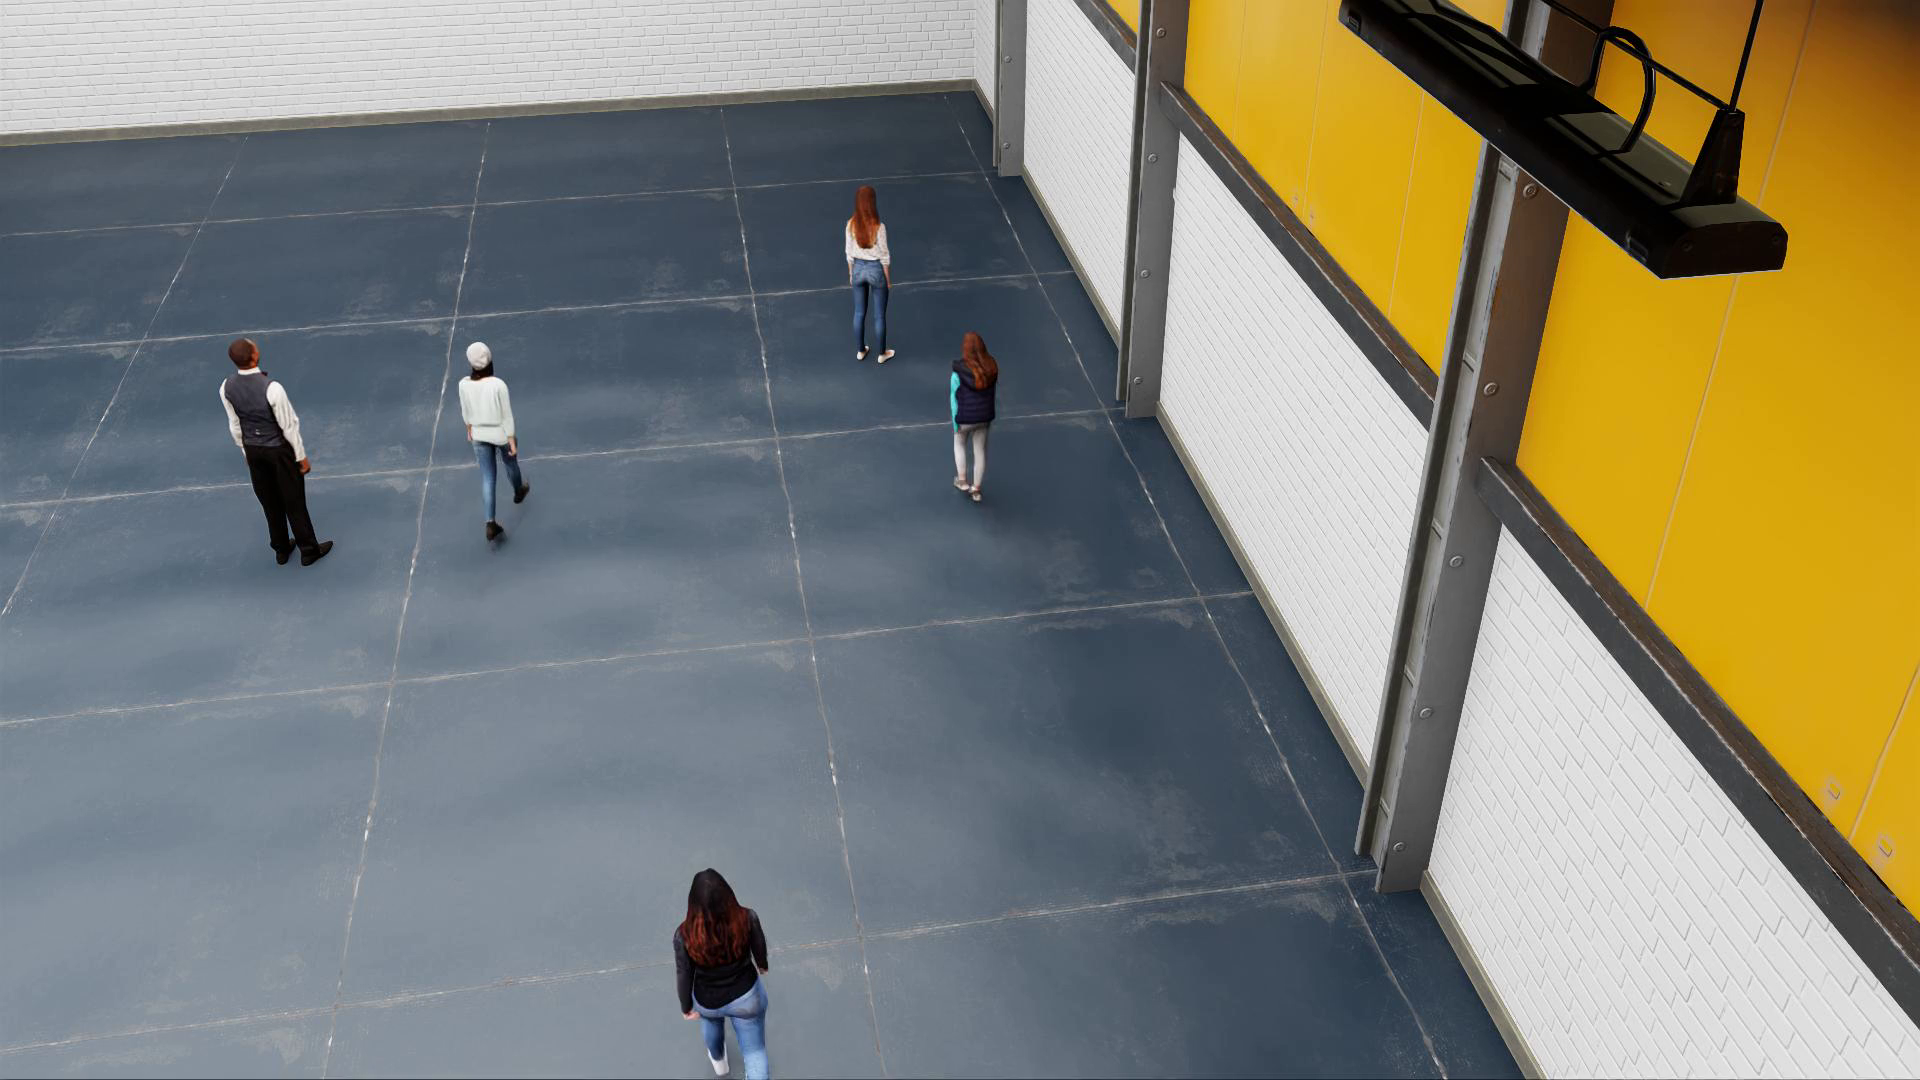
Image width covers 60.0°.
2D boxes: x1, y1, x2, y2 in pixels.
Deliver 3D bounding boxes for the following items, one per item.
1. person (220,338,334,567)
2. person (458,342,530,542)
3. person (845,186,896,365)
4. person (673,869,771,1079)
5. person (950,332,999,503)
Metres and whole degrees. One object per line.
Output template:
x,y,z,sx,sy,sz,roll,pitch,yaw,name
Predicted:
-5.264,-0.668,12.703,0.754,1.917,0.698,4,34,6,person
-3.715,-0.767,13.138,0.789,1.602,1.185,3,34,4,person
-0.853,-2.488,15.613,0.651,1.727,0.661,12,35,17,person
-1.156,2.360,8.437,0.684,1.596,1.095,-8,34,-12,person
0.131,-0.979,13.561,0.589,1.485,0.666,-9,35,-13,person
